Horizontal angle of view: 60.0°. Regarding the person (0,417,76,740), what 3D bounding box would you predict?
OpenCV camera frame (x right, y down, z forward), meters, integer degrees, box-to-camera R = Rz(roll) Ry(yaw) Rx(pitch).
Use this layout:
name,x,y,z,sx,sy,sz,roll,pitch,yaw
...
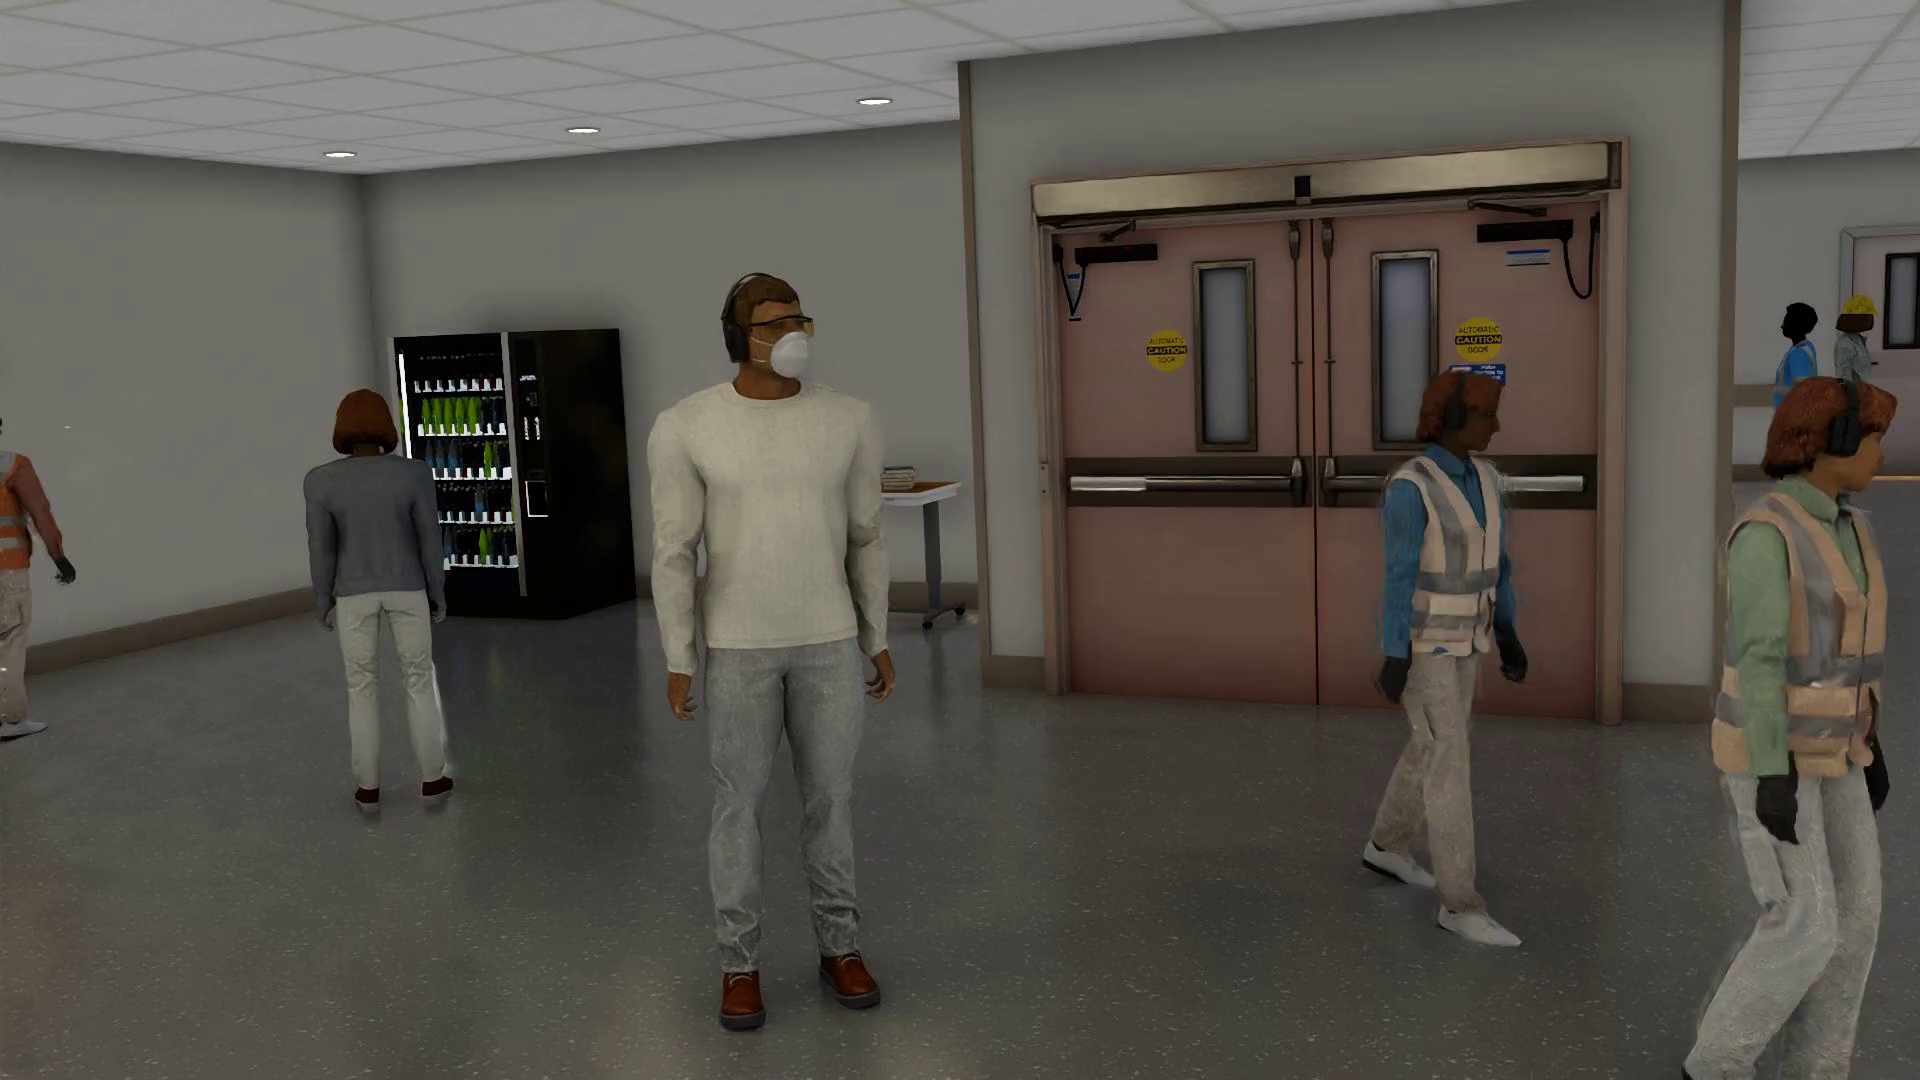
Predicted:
name,x,y,z,sx,sy,sz,roll,pitch,yaw
person,-4.572,0.141,7.935,0.562,1.620,0.413,-1,8,10

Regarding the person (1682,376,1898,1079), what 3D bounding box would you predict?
name,x,y,z,sx,sy,sz,roll,pitch,yaw
person,1.771,0.467,3.455,0.552,1.608,0.380,-8,9,-35

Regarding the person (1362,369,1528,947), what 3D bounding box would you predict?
name,x,y,z,sx,sy,sz,roll,pitch,yaw
person,1.378,0.315,4.842,0.581,1.619,0.552,5,10,45

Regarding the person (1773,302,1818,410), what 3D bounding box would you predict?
name,x,y,z,sx,sy,sz,roll,pitch,yaw
person,6.223,-0.912,12.373,0.318,1.700,0.535,2,8,28

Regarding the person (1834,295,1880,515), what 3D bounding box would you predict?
name,x,y,z,sx,sy,sz,roll,pitch,yaw
person,6.927,-1.025,12.903,0.347,1.733,0.479,4,10,39

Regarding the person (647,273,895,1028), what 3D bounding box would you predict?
name,x,y,z,sx,sy,sz,roll,pitch,yaw
person,-0.471,0.281,4.346,0.635,1.939,0.362,-5,8,-19

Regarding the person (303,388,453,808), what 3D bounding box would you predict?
name,x,y,z,sx,sy,sz,roll,pitch,yaw
person,-2.260,0.227,6.490,0.499,1.633,0.282,-4,8,-15
